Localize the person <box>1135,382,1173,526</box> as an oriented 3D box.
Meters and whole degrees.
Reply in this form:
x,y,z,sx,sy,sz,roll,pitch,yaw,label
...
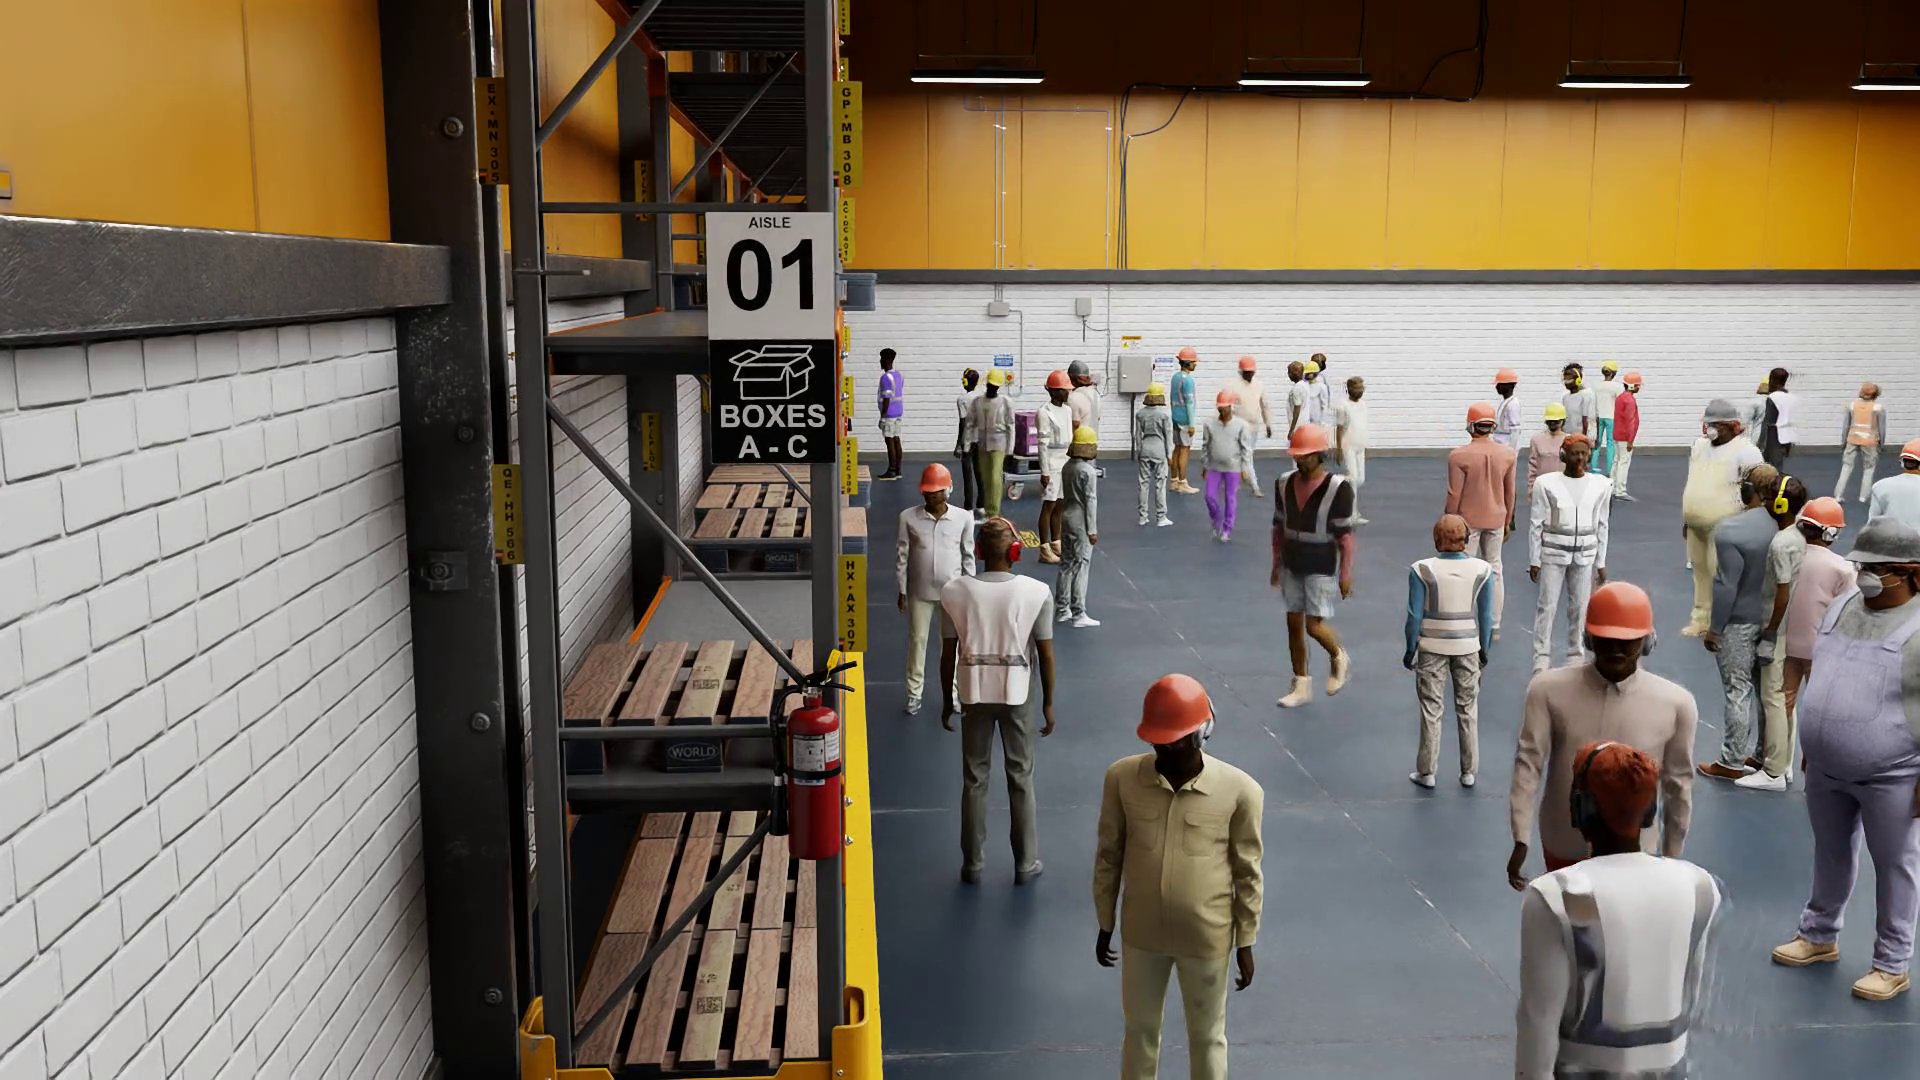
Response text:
x,y,z,sx,sy,sz,roll,pitch,yaw,label
2.363,-1.043,20.199,0.487,1.744,0.296,5,11,31,person

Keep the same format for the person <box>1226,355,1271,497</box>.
x,y,z,sx,sy,sz,roll,pitch,yaw,label
3.950,-1.597,23.041,0.659,1.957,0.975,-3,10,-19,person

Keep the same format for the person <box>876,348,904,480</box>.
x,y,z,sx,sy,sz,roll,pitch,yaw,label
-1.041,-1.866,24.664,0.368,1.967,0.600,3,10,20,person

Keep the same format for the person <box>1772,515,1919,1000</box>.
x,y,z,sx,sy,sz,roll,pitch,yaw,label
3.825,0.904,7.039,0.535,2.000,0.674,-4,10,-23,person

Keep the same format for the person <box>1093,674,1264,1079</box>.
x,y,z,sx,sy,sz,roll,pitch,yaw,label
0.711,1.292,5.529,0.572,1.742,0.335,3,10,20,person

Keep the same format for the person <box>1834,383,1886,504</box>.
x,y,z,sx,sy,sz,roll,pitch,yaw,label
11.946,-1.270,21.997,0.406,1.607,0.518,-7,12,-38,person

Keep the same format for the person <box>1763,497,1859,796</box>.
x,y,z,sx,sy,sz,roll,pitch,yaw,label
4.983,0.616,9.747,0.343,1.749,0.573,-6,11,-34,person

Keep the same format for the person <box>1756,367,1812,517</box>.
x,y,z,sx,sy,sz,roll,pitch,yaw,label
10.345,-1.232,20.945,0.902,1.891,0.593,9,13,44,person

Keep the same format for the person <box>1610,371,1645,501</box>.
x,y,z,sx,sy,sz,roll,pitch,yaw,label
9.003,-1.399,22.432,0.350,1.744,0.563,1,9,5,person

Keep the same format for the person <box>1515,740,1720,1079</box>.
x,y,z,sx,sy,sz,roll,pitch,yaw,label
1.641,1.419,4.395,0.599,1.844,0.900,-2,9,-12,person

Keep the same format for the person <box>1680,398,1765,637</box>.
x,y,z,sx,sy,sz,roll,pitch,yaw,label
6.298,-0.181,13.854,0.596,2.000,0.690,-3,10,-20,person

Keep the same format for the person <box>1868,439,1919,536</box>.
x,y,z,sx,sy,sz,roll,pitch,yaw,label
7.502,0.070,13.176,0.343,1.749,0.573,-9,12,-43,person

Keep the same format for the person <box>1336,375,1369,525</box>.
x,y,z,sx,sy,sz,roll,pitch,yaw,label
4.752,-1.112,20.380,0.510,1.827,0.698,-6,11,-35,person

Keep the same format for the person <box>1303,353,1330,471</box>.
x,y,z,sx,sy,sz,roll,pitch,yaw,label
5.501,-1.968,25.725,0.430,1.836,0.626,-1,9,-6,person

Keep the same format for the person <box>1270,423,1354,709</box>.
x,y,z,sx,sy,sz,roll,pitch,yaw,label
2.464,0.182,11.644,0.572,2.022,0.615,-8,12,-43,person

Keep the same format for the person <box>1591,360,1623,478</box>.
x,y,z,sx,sy,sz,roll,pitch,yaw,label
9.705,-1.810,24.943,0.308,1.769,0.525,-8,12,-40,person

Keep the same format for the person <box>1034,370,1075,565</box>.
x,y,z,sx,sy,sz,roll,pitch,yaw,label
1.032,-0.767,17.527,0.375,2.043,0.611,6,11,31,person

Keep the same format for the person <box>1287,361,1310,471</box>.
x,y,z,sx,sy,sz,roll,pitch,yaw,label
4.694,-1.570,23.203,0.346,1.841,0.505,4,10,25,person

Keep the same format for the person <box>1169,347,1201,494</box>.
x,y,z,sx,sy,sz,roll,pitch,yaw,label
3.139,-1.657,23.111,0.384,2.041,0.615,-2,9,-14,person

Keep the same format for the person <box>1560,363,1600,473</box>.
x,y,z,sx,sy,sz,roll,pitch,yaw,label
8.024,-1.376,21.846,0.657,1.881,0.922,-4,10,-21,person

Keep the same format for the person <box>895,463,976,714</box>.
x,y,z,sx,sy,sz,roll,pitch,yaw,label
-0.170,0.337,11.507,0.563,1.748,0.327,-1,9,-3,person

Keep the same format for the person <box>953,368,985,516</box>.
x,y,z,sx,sy,sz,roll,pitch,yaw,label
0.129,-1.223,20.934,0.533,1.871,0.320,-9,13,-44,person

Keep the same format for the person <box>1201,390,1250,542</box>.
x,y,z,sx,sy,sz,roll,pitch,yaw,label
2.997,-0.835,18.894,0.592,1.734,0.415,4,10,24,person

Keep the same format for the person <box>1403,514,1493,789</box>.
x,y,z,sx,sy,sz,roll,pitch,yaw,label
2.882,0.660,9.832,0.523,1.637,0.311,0,9,-2,person

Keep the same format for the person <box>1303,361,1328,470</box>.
x,y,z,sx,sy,sz,roll,pitch,yaw,label
5.228,-1.777,24.742,0.328,1.765,0.527,-6,11,-35,person

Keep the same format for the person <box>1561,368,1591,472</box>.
x,y,z,sx,sy,sz,roll,pitch,yaw,label
7.846,-1.266,21.262,0.335,1.858,0.514,-3,10,-18,person

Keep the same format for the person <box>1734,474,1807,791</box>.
x,y,z,sx,sy,sz,roll,pitch,yaw,label
4.818,0.545,9.830,0.317,1.870,0.531,7,12,38,person

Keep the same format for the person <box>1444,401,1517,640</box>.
x,y,z,sx,sy,sz,roll,pitch,yaw,label
4.299,-0.152,13.807,0.610,1.996,0.378,-2,9,-10,person

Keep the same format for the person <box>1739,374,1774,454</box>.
x,y,z,sx,sy,sz,roll,pitch,yaw,label
10.758,-1.366,22.320,0.559,1.715,0.557,-1,9,-7,person

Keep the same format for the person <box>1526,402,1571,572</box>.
x,y,z,sx,sy,sz,roll,pitch,yaw,label
6.001,-0.516,16.855,0.522,1.758,0.349,7,11,36,person

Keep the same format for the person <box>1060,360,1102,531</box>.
x,y,z,sx,sy,sz,roll,pitch,yaw,label
1.361,-1.117,19.732,0.537,2.000,0.682,5,10,30,person

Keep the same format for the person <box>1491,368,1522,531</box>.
x,y,z,sx,sy,sz,roll,pitch,yaw,label
6.474,-1.077,19.801,0.363,1.935,0.553,1,9,8,person

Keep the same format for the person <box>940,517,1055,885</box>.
x,y,z,sx,sy,sz,roll,pitch,yaw,label
0.183,0.809,8.257,0.571,1.840,0.372,1,9,6,person

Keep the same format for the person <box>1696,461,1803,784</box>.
x,y,z,sx,sy,sz,roll,pitch,yaw,label
4.722,0.494,9.935,0.631,1.940,0.372,-3,10,-21,person

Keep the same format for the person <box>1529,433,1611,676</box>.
x,y,z,sx,sy,sz,roll,pitch,yaw,label
4.481,0.152,12.254,0.575,1.885,0.355,0,9,2,person

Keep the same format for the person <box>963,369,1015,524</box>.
x,y,z,sx,sy,sz,roll,pitch,yaw,label
0.372,-1.117,20.149,0.635,1.909,0.347,6,11,34,person

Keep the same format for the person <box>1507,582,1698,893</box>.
x,y,z,sx,sy,sz,roll,pitch,yaw,label
2.349,1.105,6.120,0.603,1.938,1.048,5,10,27,person

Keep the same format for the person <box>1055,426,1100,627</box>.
x,y,z,sx,sy,sz,roll,pitch,yaw,label
1.050,-0.121,14.446,0.343,1.736,0.484,-5,10,-27,person
